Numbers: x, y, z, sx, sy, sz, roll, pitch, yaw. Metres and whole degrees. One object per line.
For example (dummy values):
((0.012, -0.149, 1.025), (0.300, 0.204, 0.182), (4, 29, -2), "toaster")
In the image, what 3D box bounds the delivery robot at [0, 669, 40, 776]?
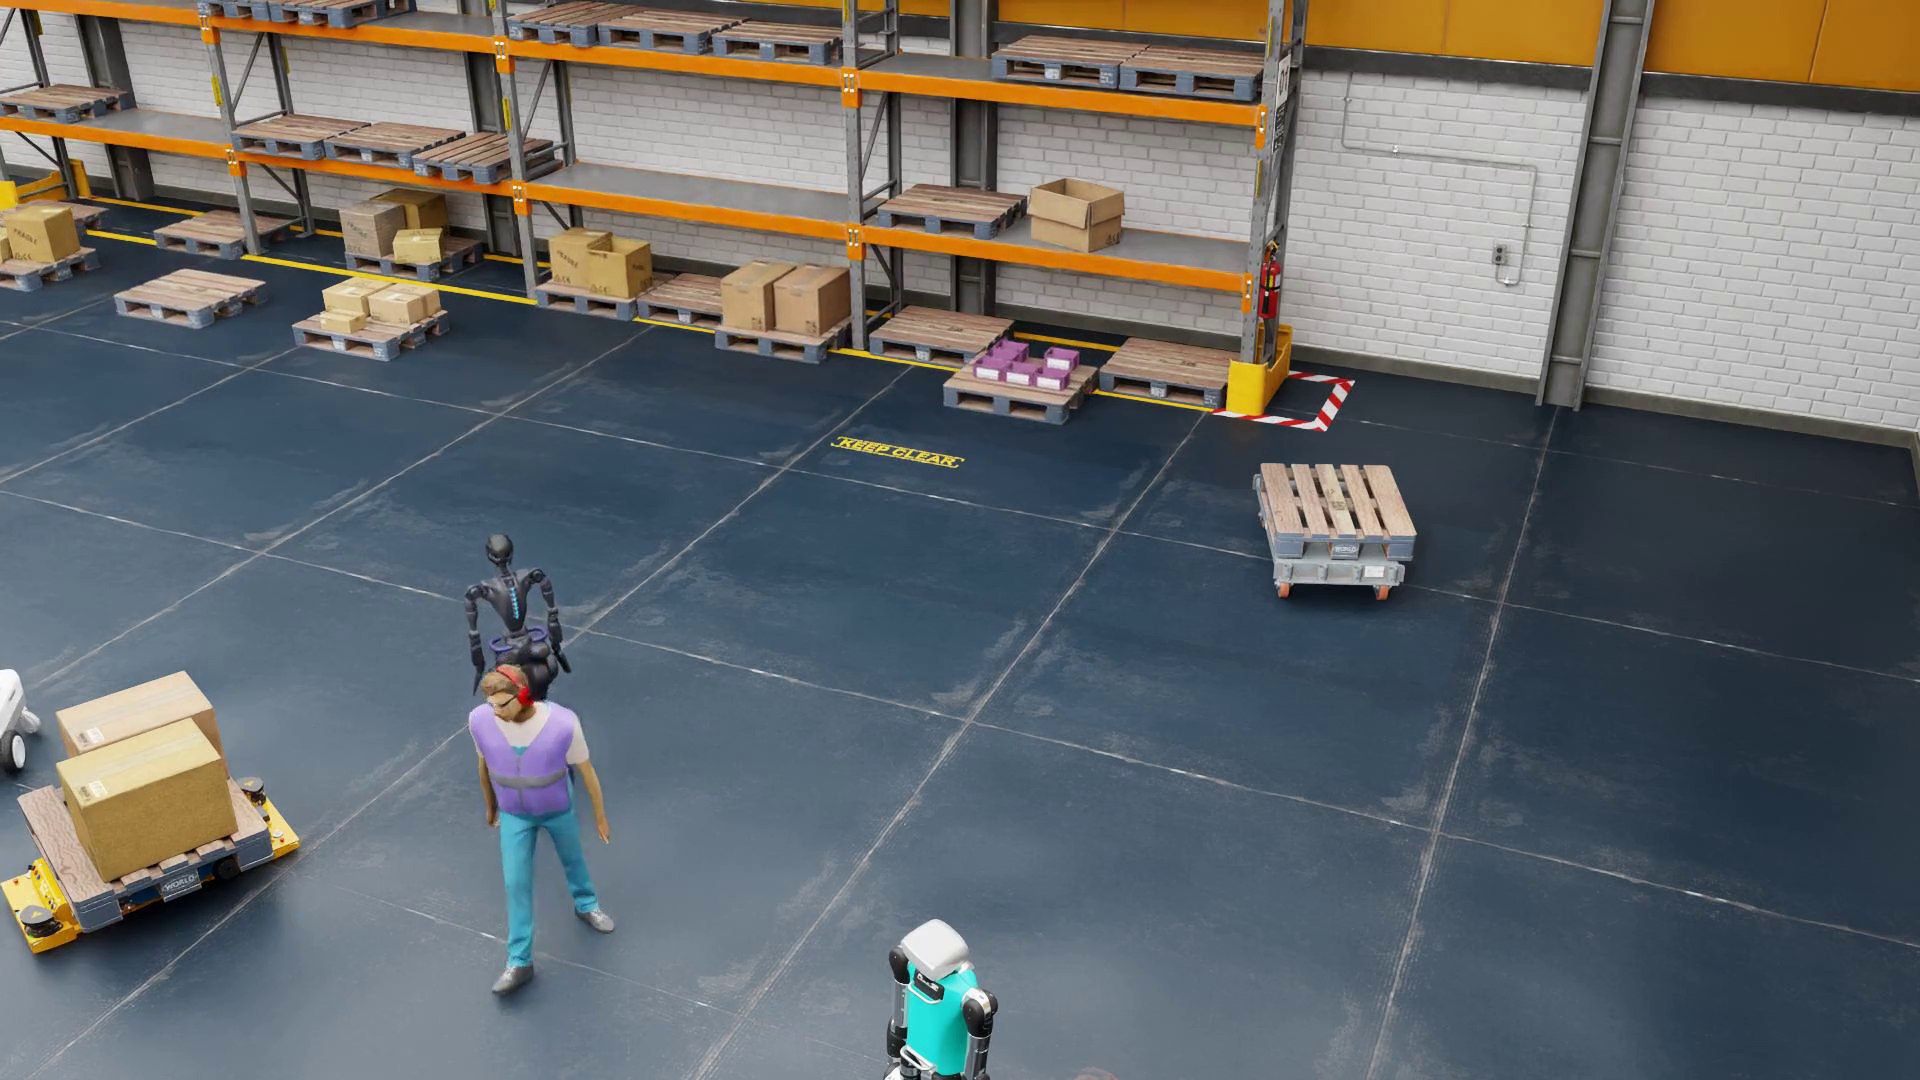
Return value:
((-6.125, 1.152, 10.397), (0.499, 0.604, 0.776), (-6, 28, -12), "delivery robot")

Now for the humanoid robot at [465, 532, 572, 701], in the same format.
((-2.609, 0.741, 9.945), (0.601, 1.643, 0.470), (-16, 32, -29), "humanoid robot")

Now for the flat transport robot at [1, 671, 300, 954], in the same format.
((-4.578, 1.809, 9.423), (1.431, 0.231, 0.659), (-21, 34, -35), "flat transport robot")

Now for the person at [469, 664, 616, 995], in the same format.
((-2.130, 1.431, 8.486), (0.654, 1.796, 0.802), (-2, 27, -3), "person")

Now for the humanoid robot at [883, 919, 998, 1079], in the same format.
((-0.242, 2.344, 6.640), (0.735, 1.677, 0.533), (-24, 36, -38), "humanoid robot")
